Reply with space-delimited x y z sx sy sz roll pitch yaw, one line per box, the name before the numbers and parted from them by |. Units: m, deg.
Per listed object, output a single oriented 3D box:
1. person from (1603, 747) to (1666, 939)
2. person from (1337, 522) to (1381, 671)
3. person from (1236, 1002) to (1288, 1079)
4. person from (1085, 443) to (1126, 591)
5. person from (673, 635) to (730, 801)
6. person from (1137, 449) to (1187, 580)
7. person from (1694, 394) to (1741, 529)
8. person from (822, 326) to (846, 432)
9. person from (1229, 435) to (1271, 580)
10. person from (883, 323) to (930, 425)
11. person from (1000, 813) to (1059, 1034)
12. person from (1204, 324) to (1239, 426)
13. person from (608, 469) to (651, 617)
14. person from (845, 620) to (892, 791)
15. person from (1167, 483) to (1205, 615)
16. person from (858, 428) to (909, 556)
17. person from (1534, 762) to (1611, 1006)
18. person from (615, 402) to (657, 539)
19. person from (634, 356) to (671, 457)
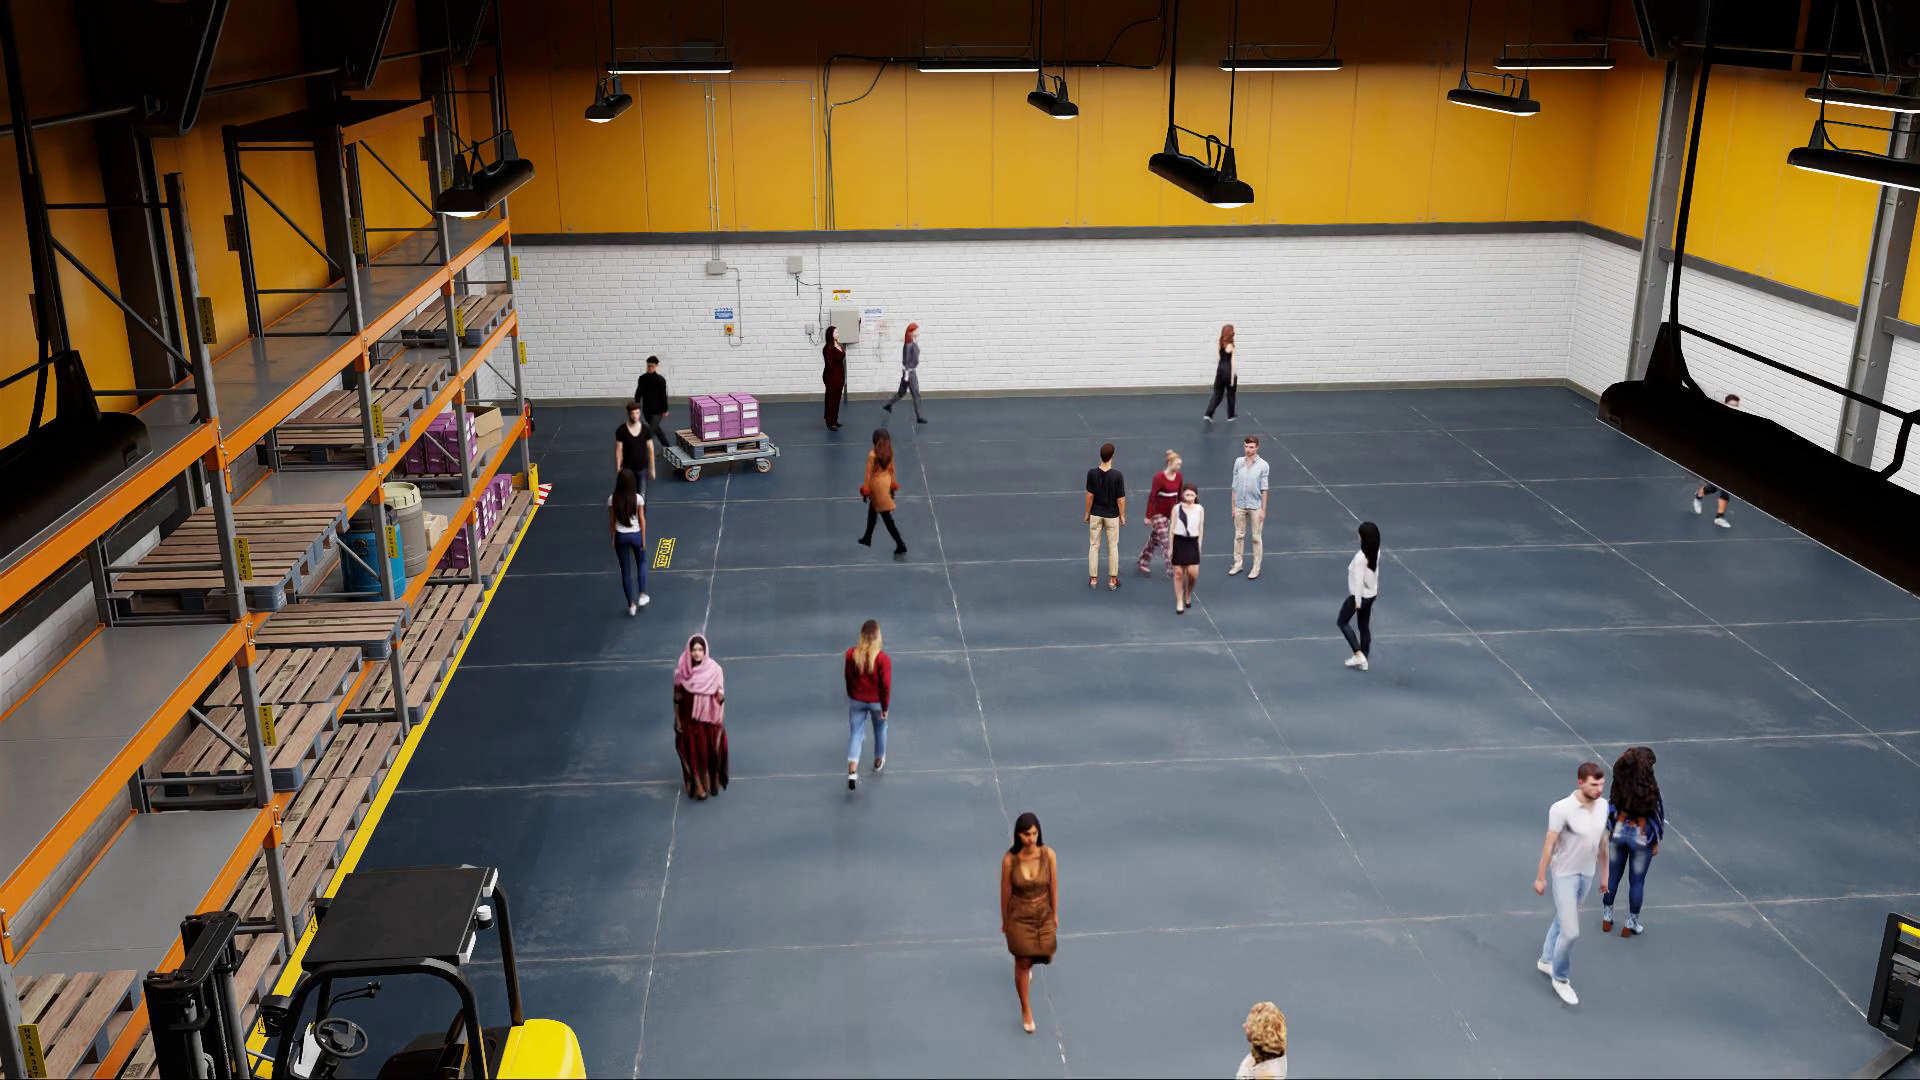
person | 5.288 2.360 13.098 0.684 1.616 0.750 16 24 40
person | 4.453 0.634 18.110 0.787 1.688 0.734 16 25 40
person | 1.869 3.480 9.762 1.000 1.623 1.121 8 20 21
person | 1.792 -0.297 20.610 0.712 1.857 0.639 4 19 12
person | -2.404 1.608 15.316 0.639 1.626 0.628 -2 19 -7
person | 2.490 -0.322 21.003 0.992 1.654 1.107 -14 23 -35
person | 10.579 -1.133 23.131 0.714 1.833 1.020 -3 19 -10
person | -2.144 -2.735 28.007 0.775 1.757 0.618 3 19 9
person | 3.669 -0.433 21.030 0.720 1.847 0.734 10 21 26
person | -0.927 -2.828 28.314 0.924 1.738 1.102 3 19 8
person | 0.485 2.700 11.992 0.642 1.678 0.841 -5 19 -14
person | 4.430 -2.771 28.187 1.119 1.711 1.138 16 25 40
person | -3.936 0.051 19.733 0.592 1.758 0.748 -2 19 -5
person | -0.880 1.550 15.518 0.770 1.607 1.112 3 19 8
person | 2.676 0.086 19.817 0.603 1.637 0.622 1 19 4
person | -0.982 -0.590 21.766 1.243 1.676 1.177 16 24 38
person | 4.508 2.472 12.425 0.832 1.834 0.899 -8 20 -23
person | -4.423 -0.976 22.585 0.764 1.884 0.759 -6 20 -17
person | -4.782 -2.062 26.133 1.089 1.677 1.182 14 23 35
